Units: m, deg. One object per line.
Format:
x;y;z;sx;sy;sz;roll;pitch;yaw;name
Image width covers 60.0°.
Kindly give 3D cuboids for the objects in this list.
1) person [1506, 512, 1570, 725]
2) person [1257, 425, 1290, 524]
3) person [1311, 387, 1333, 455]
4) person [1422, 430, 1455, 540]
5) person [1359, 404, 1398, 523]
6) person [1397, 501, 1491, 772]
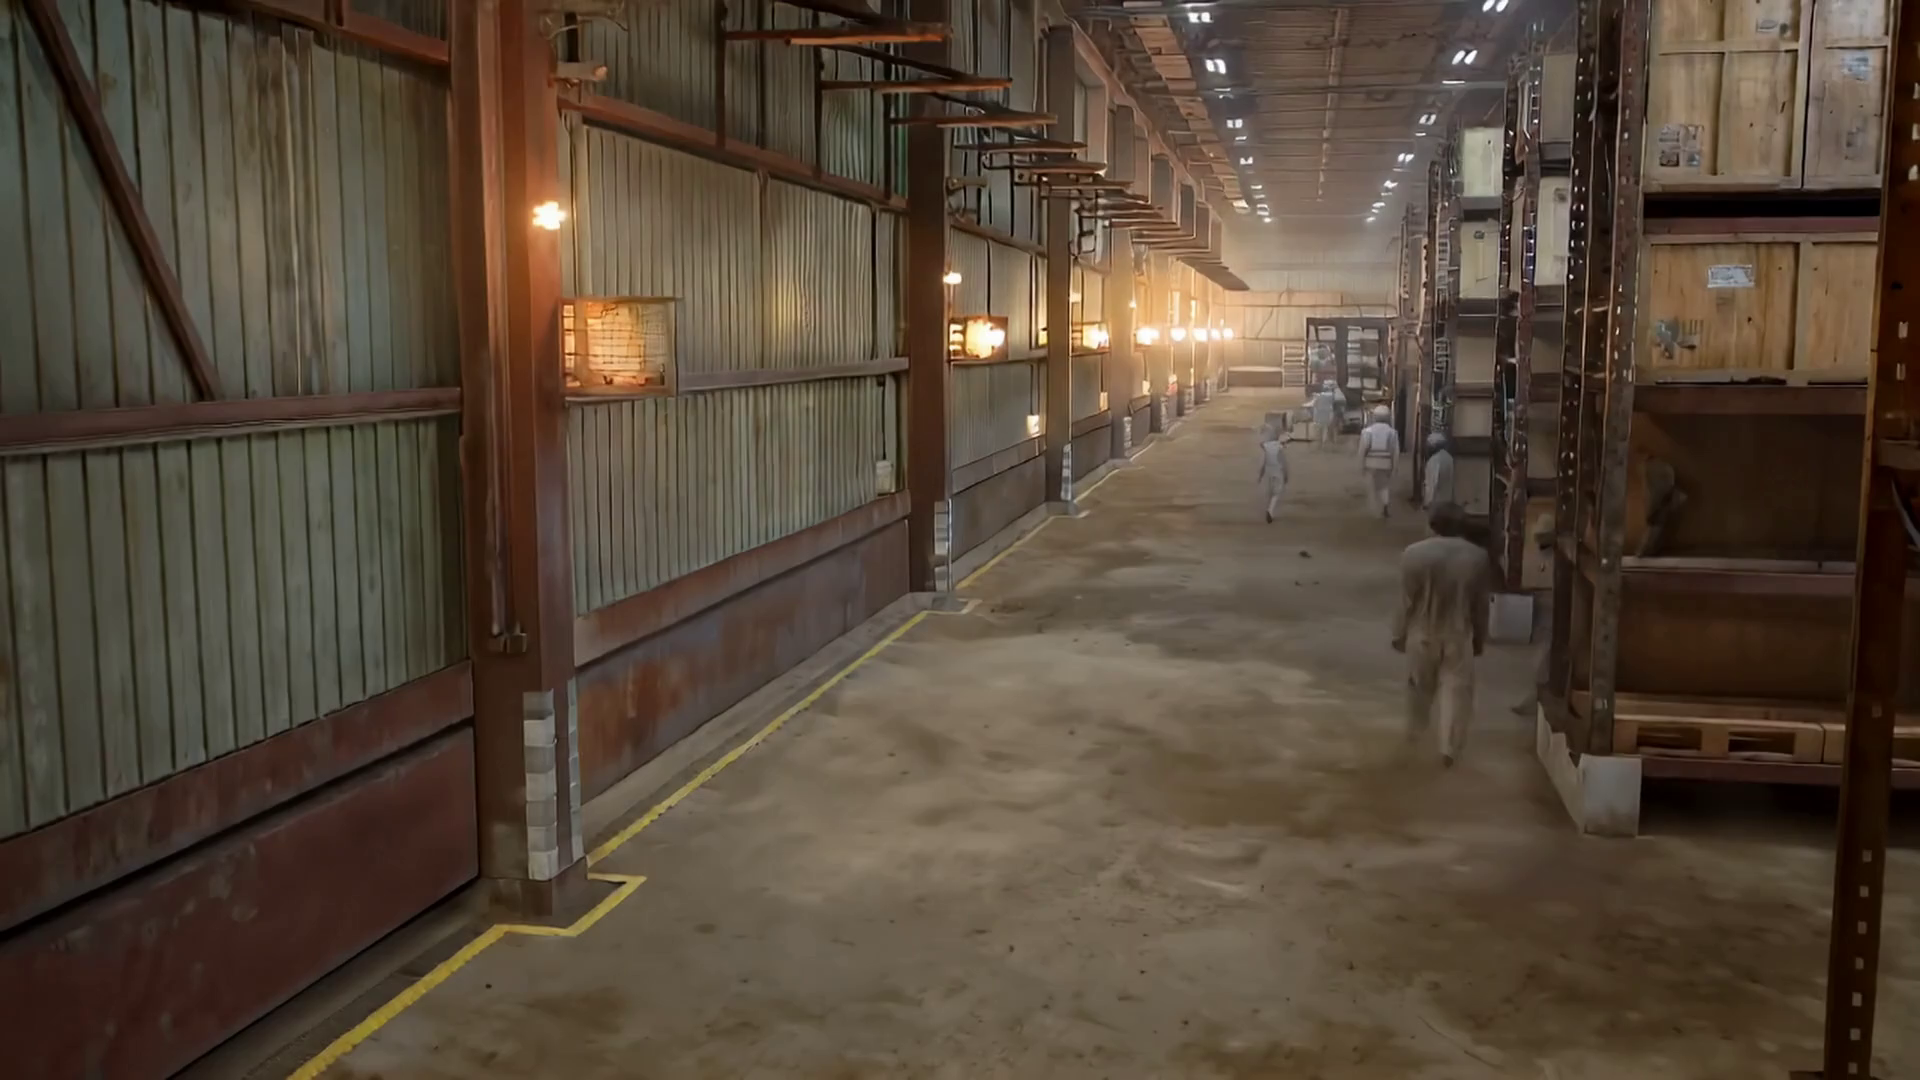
4.747;0.628;13.020;0.756;1.709;0.514;2;7;18;person
5.036;-1.049;26.836;0.524;1.618;0.683;4;8;27;person
9.196;-3.023;42.267;0.573;1.710;0.821;5;9;36;person
6.383;-0.546;22.055;0.516;1.801;0.652;5;9;37;person
6.845;-1.256;27.260;0.610;1.924;0.728;1;7;10;person
3.483;0.659;12.028;0.656;1.887;1.020;1;7;10;person
